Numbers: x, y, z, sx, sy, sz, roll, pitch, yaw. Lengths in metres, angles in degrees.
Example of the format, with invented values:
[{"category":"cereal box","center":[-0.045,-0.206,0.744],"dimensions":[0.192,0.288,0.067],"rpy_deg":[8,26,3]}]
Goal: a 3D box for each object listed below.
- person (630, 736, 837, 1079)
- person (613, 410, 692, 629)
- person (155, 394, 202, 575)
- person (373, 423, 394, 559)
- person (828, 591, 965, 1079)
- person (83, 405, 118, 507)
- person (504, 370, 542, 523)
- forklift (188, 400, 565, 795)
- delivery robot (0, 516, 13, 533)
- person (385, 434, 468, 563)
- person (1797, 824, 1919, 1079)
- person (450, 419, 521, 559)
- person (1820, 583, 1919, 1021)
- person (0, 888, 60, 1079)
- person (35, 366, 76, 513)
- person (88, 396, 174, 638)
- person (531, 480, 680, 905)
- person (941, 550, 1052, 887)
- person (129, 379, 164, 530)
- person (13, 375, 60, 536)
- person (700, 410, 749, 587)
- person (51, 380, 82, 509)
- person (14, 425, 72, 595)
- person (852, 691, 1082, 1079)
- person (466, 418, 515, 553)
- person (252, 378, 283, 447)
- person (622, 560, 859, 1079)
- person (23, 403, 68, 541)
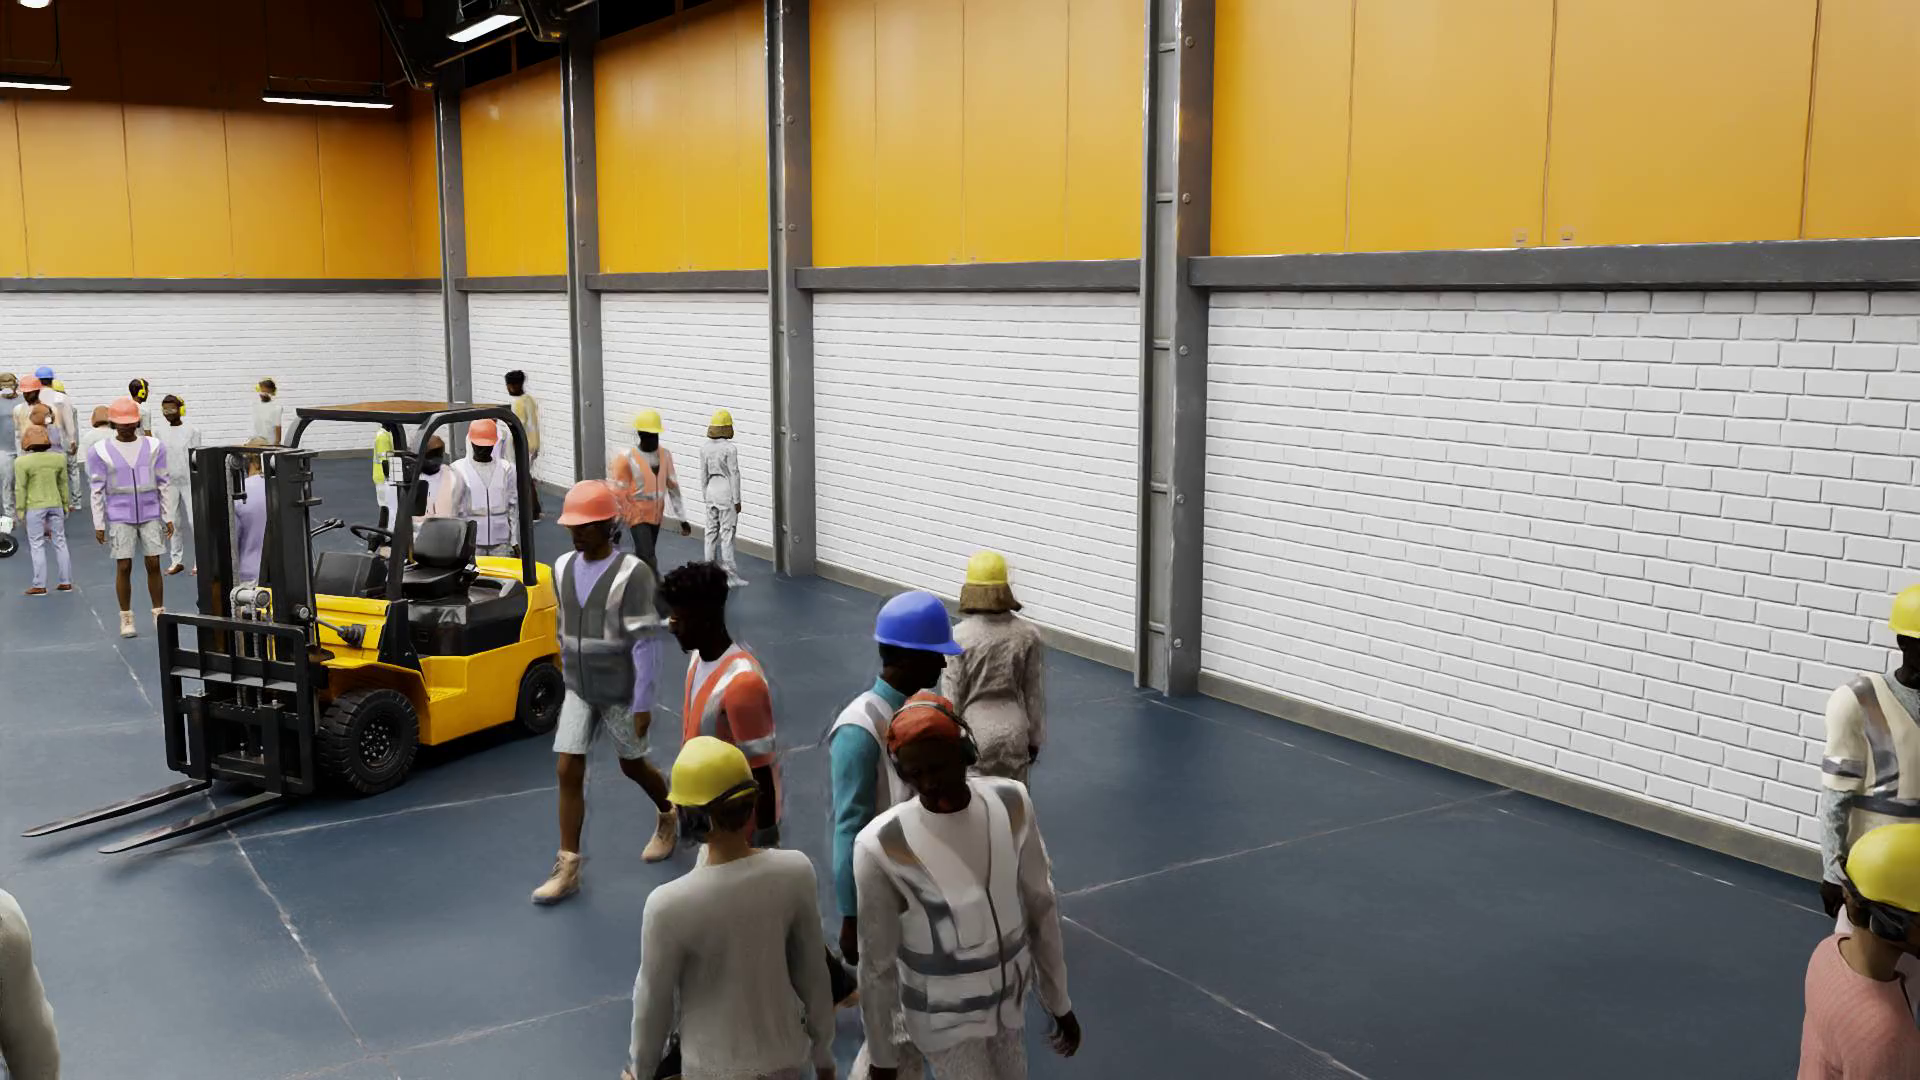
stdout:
[{"category":"person","center":[-0.652,1.366,4.445],"dimensions":[0.884,1.716,0.522],"rpy_deg":[8,12,43]},{"category":"person","center":[-2.630,-0.178,14.328],"dimensions":[0.952,1.879,0.599],"rpy_deg":[5,10,32]},{"category":"person","center":[-7.963,-0.560,16.998],"dimensions":[0.511,1.862,0.324],"rpy_deg":[1,8,5]},{"category":"person","center":[-6.220,-0.646,18.102],"dimensions":[0.317,1.698,0.540],"rpy_deg":[-2,9,-15]},{"category":"person","center":[-0.186,1.117,5.404],"dimensions":[0.424,1.934,0.642],"rpy_deg":[4,9,25]},{"category":"person","center":[-9.700,-0.732,18.965],"dimensions":[0.518,1.599,0.733],"rpy_deg":[-7,11,-37]},{"category":"person","center":[-5.478,-1.173,20.869],"dimensions":[0.398,1.934,0.718],"rpy_deg":[0,8,0]},{"category":"forklift","center":[-3.529,0.258,10.348],"dimensions":[1.214,2.155,2.313],"rpy_deg":[4,9,25]},{"category":"delivery robot","center":[-10.709,-0.115,18.047],"dimensions":[0.707,0.478,0.477],"rpy_deg":[-8,11,-42]},{"category":"person","center":[-4.041,0.098,12.689],"dimensions":[0.634,1.824,0.485],"rpy_deg":[-5,10,-31]},{"category":"person","center":[1.990,1.469,3.674],"dimensions":[0.341,1.755,0.532],"rpy_deg":[2,9,16]},{"category":"person","center":[-3.708,-0.004,13.013],"dimensions":[0.543,1.928,0.373],"rpy_deg":[-5,10,-30]},{"category":"person","center":[3.212,1.087,5.658],"dimensions":[0.590,1.926,0.388],"rpy_deg":[-1,9,-9]},{"category":"person","center":[-2.428,1.392,3.825],"dimensions":[0.653,1.864,0.956],"rpy_deg":[-3,9,-20]},{"category":"person","center":[-11.867,-1.290,21.664],"dimensions":[0.639,1.935,0.434],"rpy_deg":[-2,9,-11]},{"category":"person","center":[-6.916,-0.190,13.930],"dimensions":[0.613,2.033,0.410],"rpy_deg":[-6,11,-37]},{"category":"person","center":[-1.695,0.691,8.097],"dimensions":[0.625,2.008,1.003],"rpy_deg":[4,10,28]},{"category":"person","center":[0.174,0.915,7.520],"dimensions":[0.487,1.722,0.584],"rpy_deg":[-3,9,-22]},{"category":"person","center":[-9.894,-1.014,20.078],"dimensions":[0.525,1.857,0.344],"rpy_deg":[4,9,23]},{"category":"person","center":[-10.939,-0.998,19.714],"dimensions":[0.561,1.922,0.399],"rpy_deg":[0,8,0]},{"category":"person","center":[-2.330,-0.408,16.350],"dimensions":[0.484,1.744,0.294],"rpy_deg":[6,10,34]},{"category":"person","center":[-11.941,-1.252,22.068],"dimensions":[0.322,1.736,0.485],"rpy_deg":[5,10,30]},{"category":"person","center":[-8.779,-0.286,15.928],"dimensions":[0.271,1.627,0.501],"rpy_deg":[5,10,31]},{"category":"person","center":[-0.011,1.300,4.563],"dimensions":[0.592,1.833,0.824],"rpy_deg":[-8,12,-44]},{"category":"person","center":[-5.169,-0.650,18.325],"dimensions":[0.515,1.641,0.315],"rpy_deg":[-2,9,-14]},{"category":"person","center":[-8.811,-1.144,21.051],"dimensions":[0.691,1.832,0.341],"rpy_deg":[5,10,31]},{"category":"person","center":[-0.796,1.006,6.235],"dimensions":[0.948,1.921,0.617],"rpy_deg":[-3,9,-19]},{"category":"person","center":[-10.707,-0.793,19.381],"dimensions":[0.606,1.613,0.516],"rpy_deg":[2,9,10]}]
